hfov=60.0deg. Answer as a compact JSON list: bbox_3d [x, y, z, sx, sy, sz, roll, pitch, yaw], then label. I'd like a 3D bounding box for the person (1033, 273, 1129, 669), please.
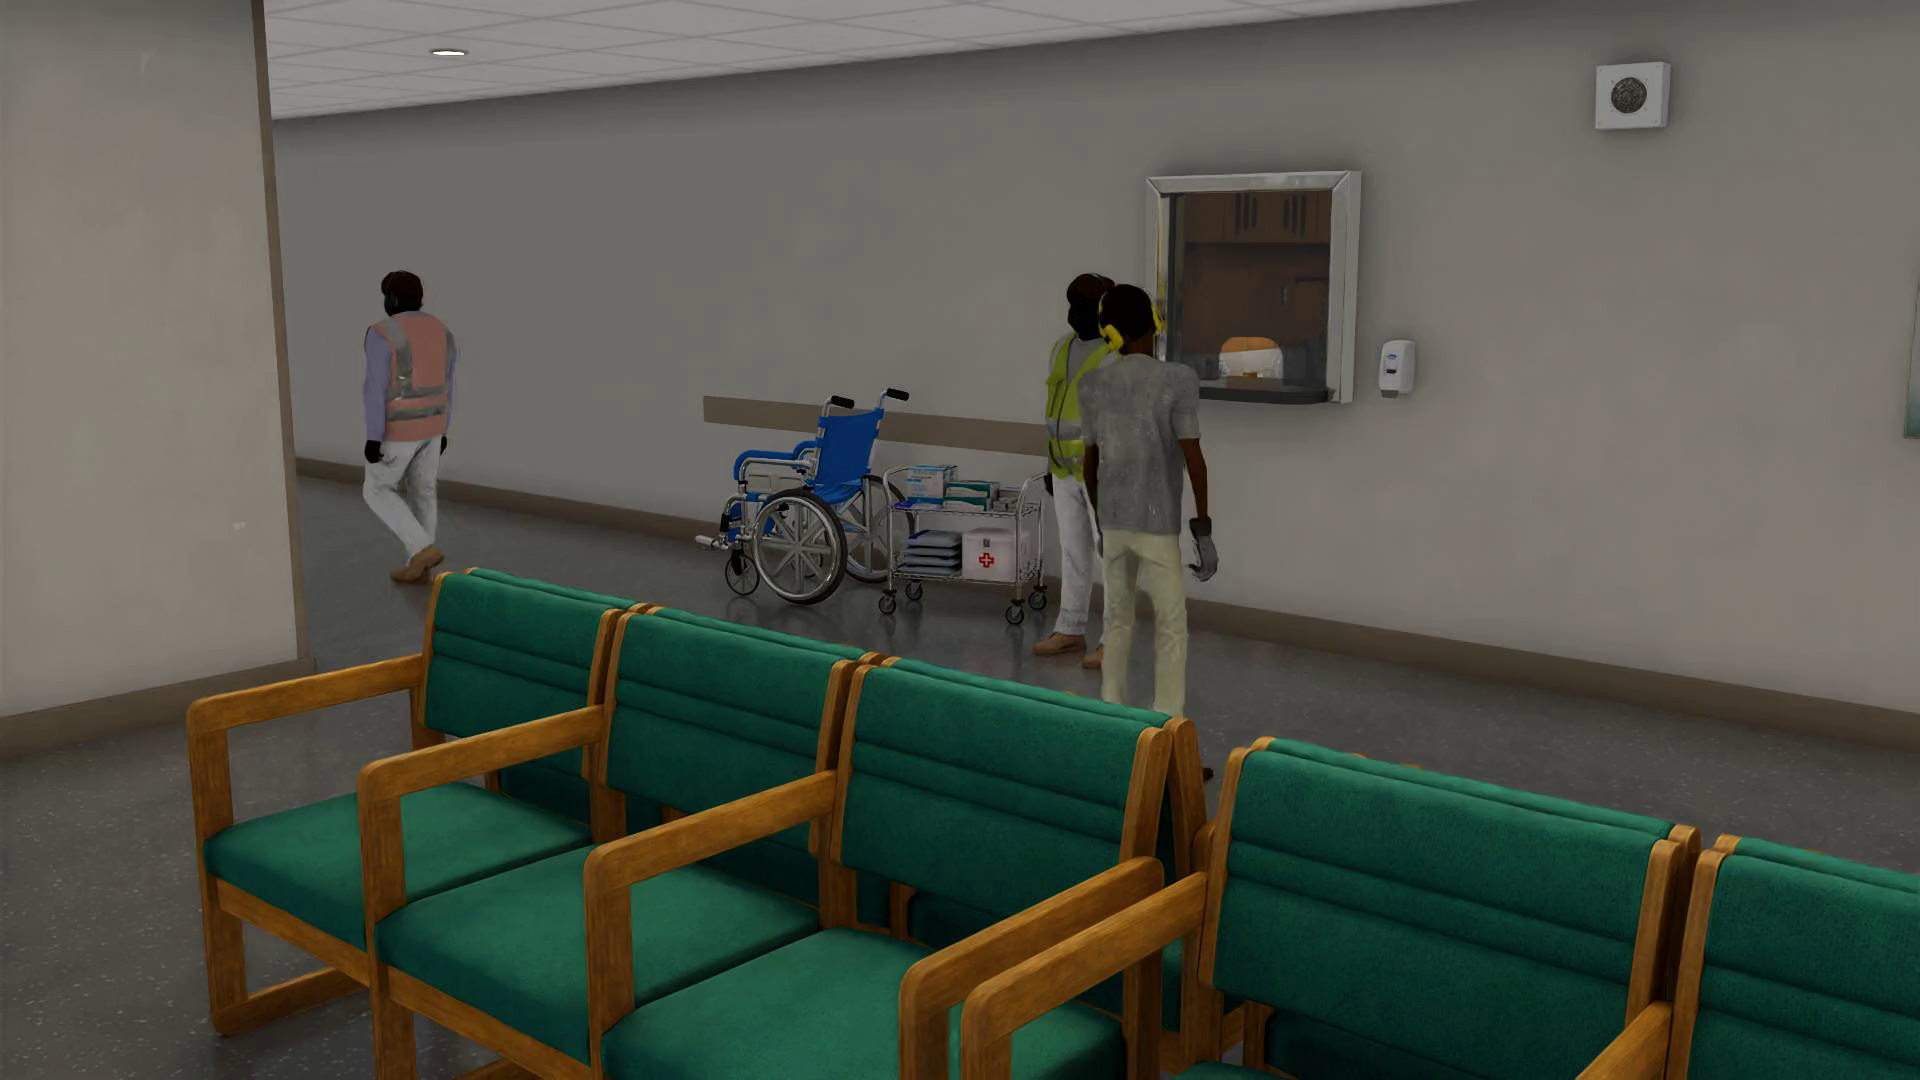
[{"bbox_3d":[0.617,-0.322,7.816,0.430,1.845,0.624,-8,13,-37],"label":"person"}]

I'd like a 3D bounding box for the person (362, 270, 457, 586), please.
[{"bbox_3d":[-3.158,-0.622,9.552,0.433,1.832,0.654,5,11,27],"label":"person"}]

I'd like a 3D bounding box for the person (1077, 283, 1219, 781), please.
[{"bbox_3d":[0.672,-0.014,6.121,0.581,1.837,0.370,8,12,37],"label":"person"}]
